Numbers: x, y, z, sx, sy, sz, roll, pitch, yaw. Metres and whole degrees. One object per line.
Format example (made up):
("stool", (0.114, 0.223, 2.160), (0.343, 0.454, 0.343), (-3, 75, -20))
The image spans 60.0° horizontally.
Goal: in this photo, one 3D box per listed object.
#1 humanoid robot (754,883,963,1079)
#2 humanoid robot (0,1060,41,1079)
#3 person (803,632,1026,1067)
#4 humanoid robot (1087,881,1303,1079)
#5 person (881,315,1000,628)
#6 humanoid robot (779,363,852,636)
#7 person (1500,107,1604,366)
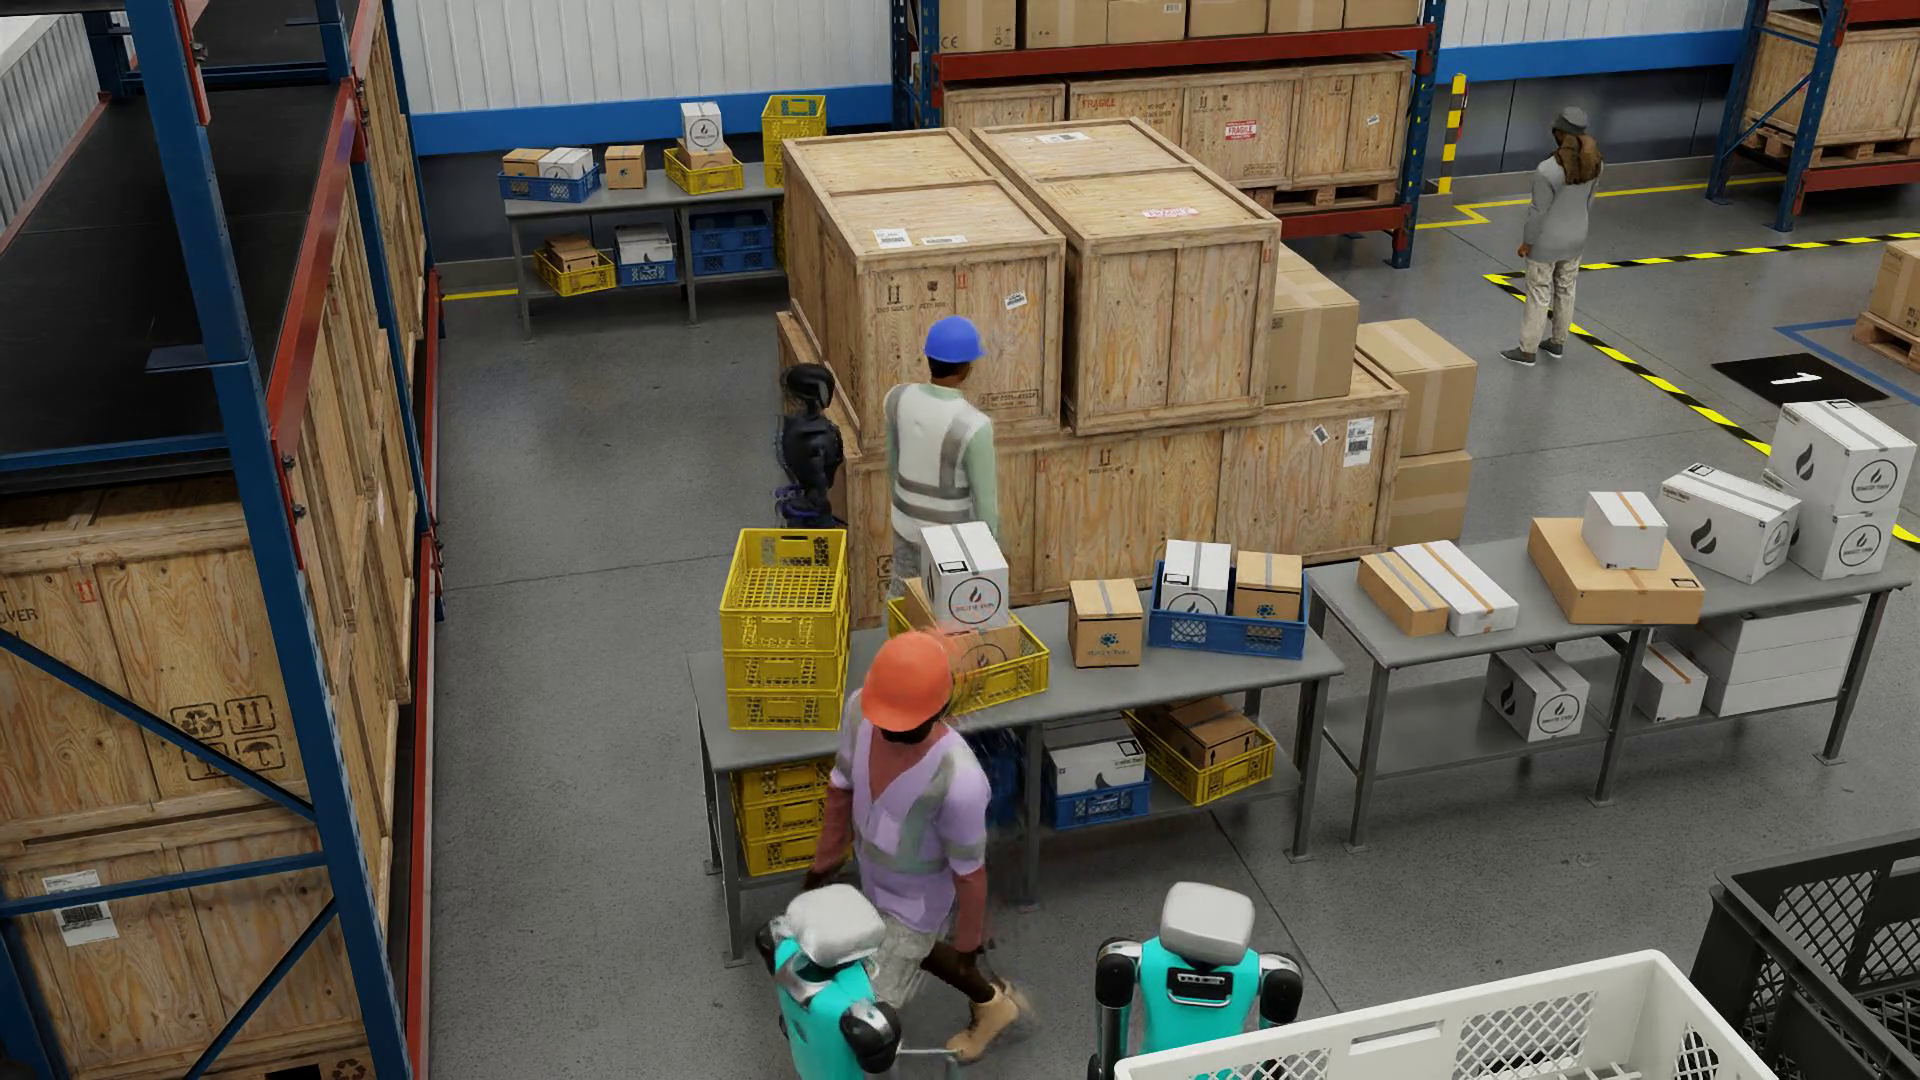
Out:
("humanoid robot", (-0.099, 1.595, 4.737), (0.953, 1.765, 0.530), (-21, 35, -33))
("humanoid robot", (-2.184, 1.925, 4.150), (0.599, 1.655, 0.315), (5, 29, 9))
("person", (-0.164, 1.096, 5.352), (1.023, 1.992, 0.621), (-17, 33, -28))
("humanoid robot", (0.575, 1.749, 4.313), (0.532, 1.684, 0.746), (3, 29, 6))
("person", (-0.077, -0.099, 7.583), (0.619, 1.938, 0.422), (21, 35, 33))
("humanoid robot", (-0.625, -0.051, 7.747), (0.434, 1.648, 0.589), (-6, 29, -11))
("person", (4.041, -2.044, 11.270), (0.563, 1.769, 0.396), (-14, 32, -24))
